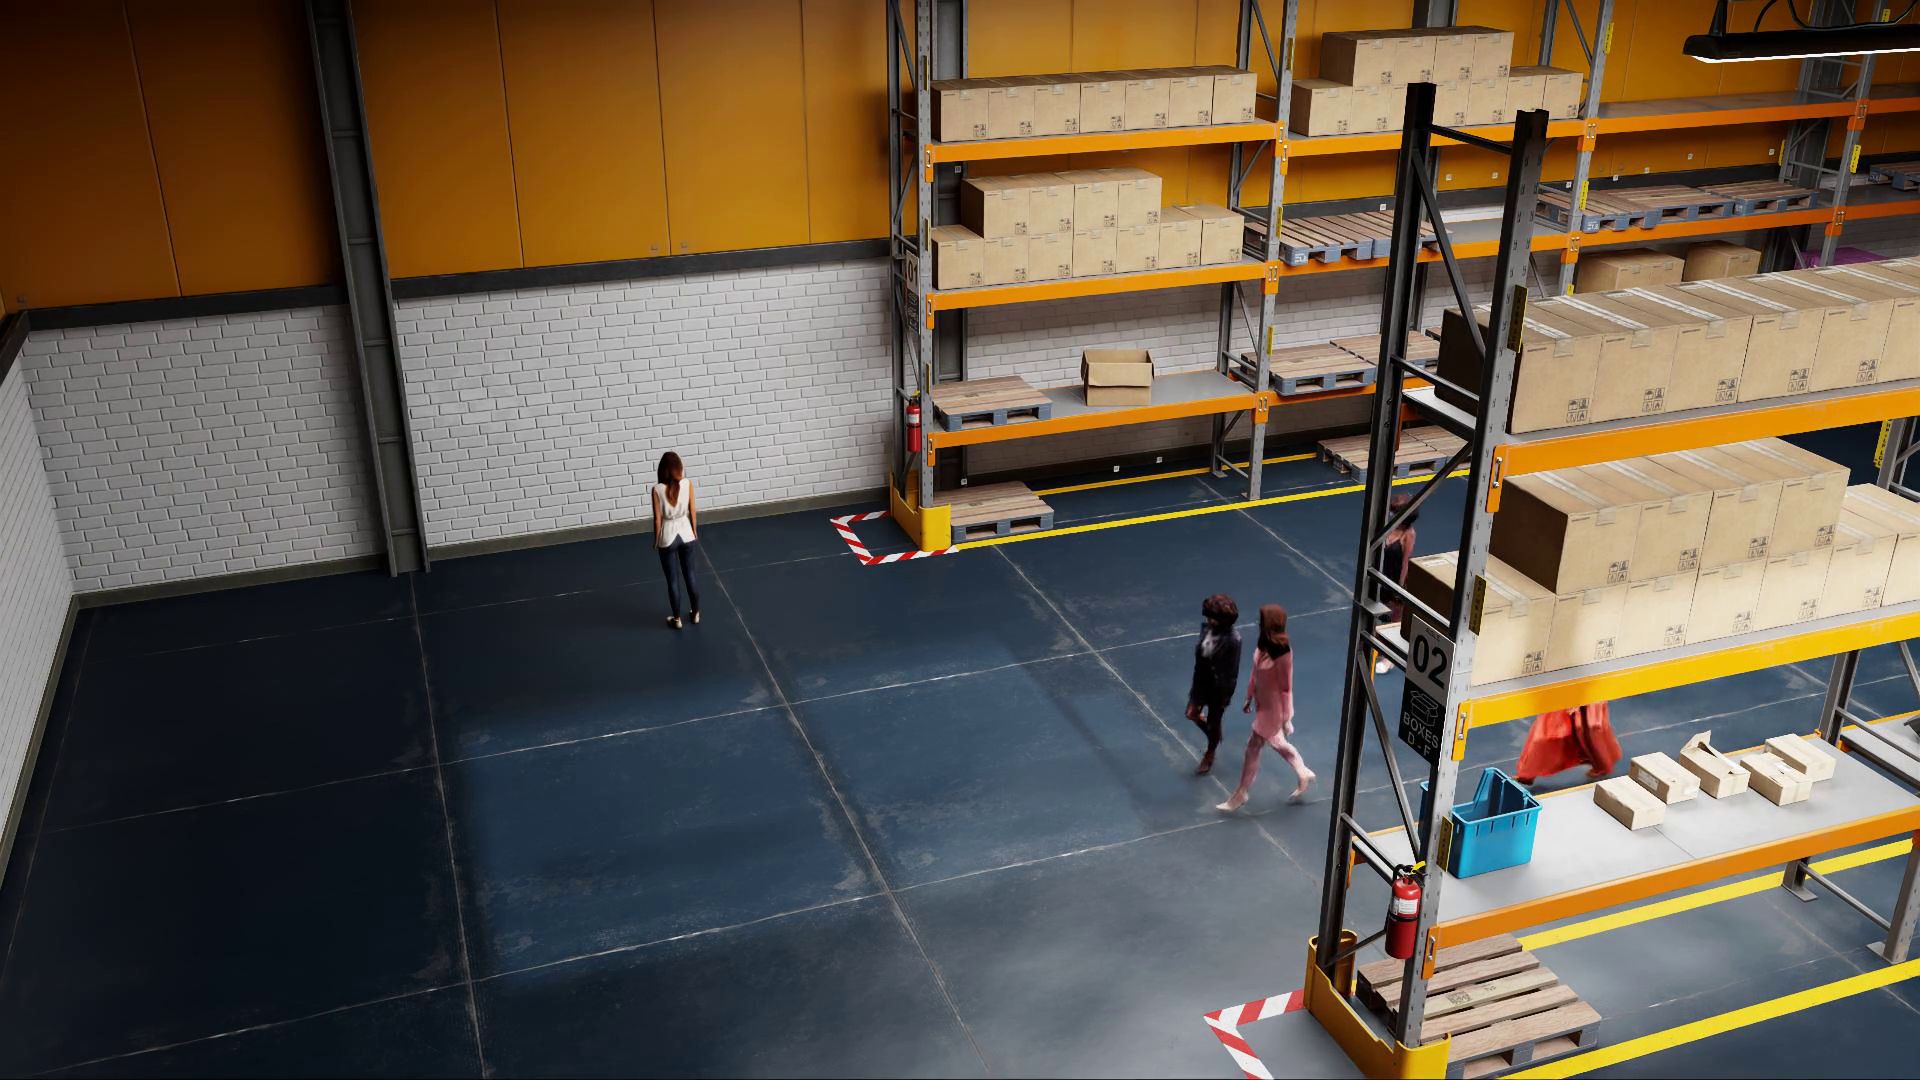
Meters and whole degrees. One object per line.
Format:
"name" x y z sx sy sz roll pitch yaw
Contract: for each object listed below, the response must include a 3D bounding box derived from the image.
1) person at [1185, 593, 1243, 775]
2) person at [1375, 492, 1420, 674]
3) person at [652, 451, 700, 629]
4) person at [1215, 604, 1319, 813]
"person" 2.122 1.156 13.454 0.732 1.675 0.747 -12 26 -26
"person" 4.030 0.382 15.107 0.739 1.769 0.586 -10 25 -21
"person" -2.721 -0.004 15.970 0.495 1.785 0.669 -12 26 -25
"person" 2.515 1.318 12.976 1.127 1.761 0.723 -6 24 -13
